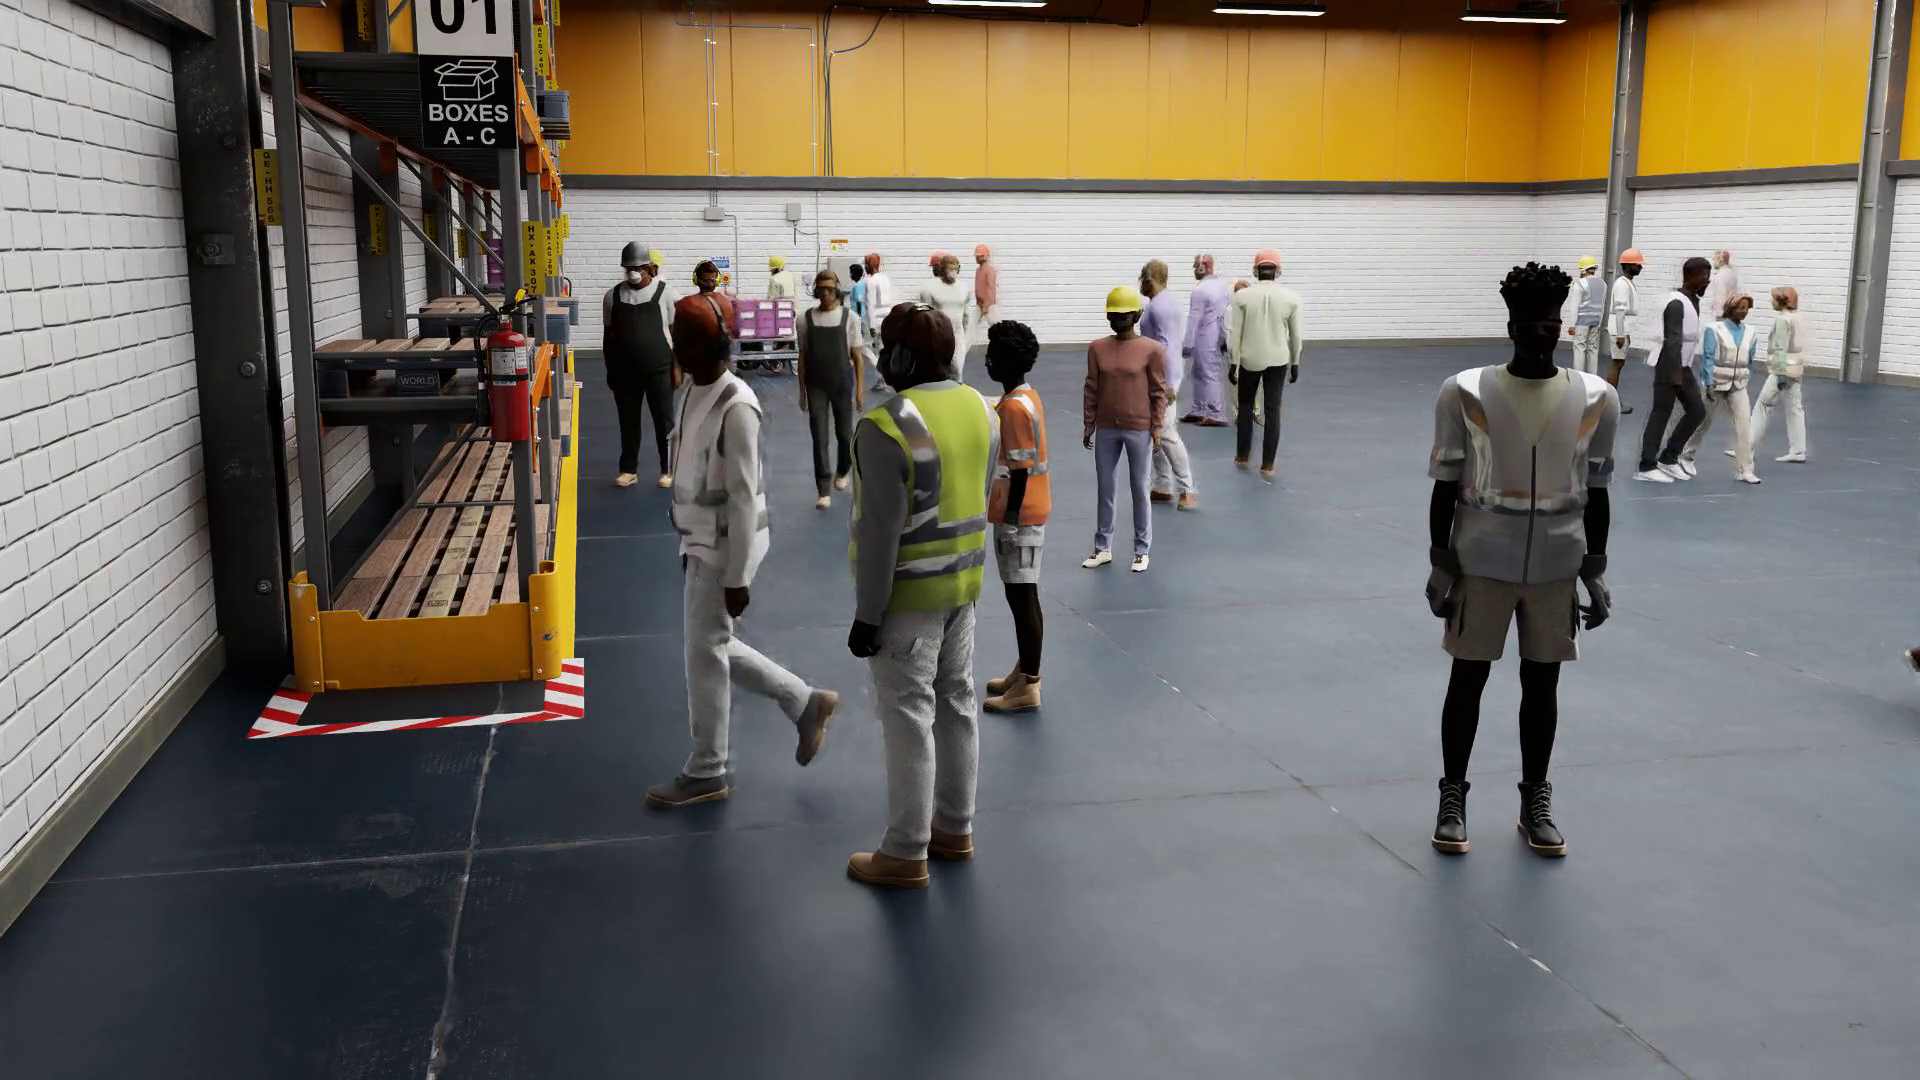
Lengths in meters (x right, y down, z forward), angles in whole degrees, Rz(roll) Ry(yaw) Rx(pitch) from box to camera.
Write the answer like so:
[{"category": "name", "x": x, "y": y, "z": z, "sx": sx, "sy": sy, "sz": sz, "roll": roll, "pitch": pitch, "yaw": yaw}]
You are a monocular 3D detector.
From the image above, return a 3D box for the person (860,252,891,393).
[{"category": "person", "x": -1.117, "y": -2.890, "z": 22.187, "sx": 0.410, "sy": 1.868, "sz": 0.570, "roll": 6, "pitch": 12, "yaw": 30}]

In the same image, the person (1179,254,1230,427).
[{"category": "person", "x": 2.607, "y": -2.185, "z": 18.241, "sx": 0.764, "sy": 1.877, "sz": 0.682, "roll": 7, "pitch": 12, "yaw": 33}]

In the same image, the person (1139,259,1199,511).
[{"category": "person", "x": 1.613, "y": -1.191, "z": 12.736, "sx": 0.501, "sy": 1.897, "sz": 0.774, "roll": 0, "pitch": 10, "yaw": 2}]

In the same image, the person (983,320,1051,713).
[{"category": "person", "x": 0.236, "y": -0.100, "z": 7.214, "sx": 0.317, "sy": 1.695, "sz": 0.540, "roll": 1, "pitch": 10, "yaw": 6}]

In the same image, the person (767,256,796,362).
[{"category": "person", "x": -2.942, "y": -3.796, "z": 27.492, "sx": 0.411, "sy": 1.774, "sz": 0.659, "roll": 7, "pitch": 13, "yaw": 36}]

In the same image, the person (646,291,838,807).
[{"category": "person", "x": -0.791, "y": 0.040, "z": 5.982, "sx": 0.665, "sy": 1.864, "sz": 0.612, "roll": -4, "pitch": 11, "yaw": -23}]

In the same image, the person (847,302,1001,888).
[{"category": "person", "x": -0.142, "y": 0.175, "z": 5.283, "sx": 0.429, "sy": 1.847, "sz": 0.627, "roll": 7, "pitch": 12, "yaw": 33}]

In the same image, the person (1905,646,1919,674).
[{"category": "person", "x": 4.335, "y": -0.025, "z": 6.983, "sx": 0.464, "sy": 1.620, "sz": 0.524, "roll": 9, "pitch": 13, "yaw": 40}]

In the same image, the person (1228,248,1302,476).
[{"category": "person", "x": 2.673, "y": -1.576, "z": 14.657, "sx": 0.660, "sy": 1.954, "sz": 0.895, "roll": 1, "pitch": 10, "yaw": 3}]

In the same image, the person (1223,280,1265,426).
[{"category": "person", "x": 3.094, "y": -2.013, "z": 18.072, "sx": 0.521, "sy": 1.609, "sz": 0.435, "roll": -3, "pitch": 11, "yaw": -17}]

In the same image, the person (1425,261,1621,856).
[{"category": "person", "x": 1.848, "y": 0.072, "z": 5.508, "sx": 0.603, "sy": 1.967, "sz": 0.367, "roll": 1, "pitch": 10, "yaw": 7}]

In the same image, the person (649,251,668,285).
[{"category": "person", "x": -4.564, "y": -3.269, "z": 24.242, "sx": 0.618, "sy": 1.879, "sz": 0.725, "roll": -6, "pitch": 12, "yaw": -31}]

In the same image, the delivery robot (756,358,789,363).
[{"category": "delivery robot", "x": -2.956, "y": -3.040, "z": 26.409, "sx": 0.707, "sy": 0.478, "sz": 0.477, "roll": -9, "pitch": 13, "yaw": -40}]

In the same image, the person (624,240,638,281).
[{"category": "person", "x": -5.319, "y": -3.946, "z": 27.601, "sx": 0.665, "sy": 2.030, "sz": 0.486, "roll": 4, "pitch": 11, "yaw": 22}]

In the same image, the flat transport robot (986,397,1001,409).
[{"category": "flat transport robot", "x": 0.397, "y": -1.478, "z": 18.798, "sx": 0.652, "sy": 0.197, "sz": 1.431, "roll": -2, "pitch": 10, "yaw": -10}]

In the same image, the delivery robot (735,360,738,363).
[{"category": "delivery robot", "x": -3.635, "y": -2.988, "z": 26.120, "sx": 0.707, "sy": 0.478, "sz": 0.477, "roll": -4, "pitch": 11, "yaw": -20}]

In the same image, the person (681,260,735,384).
[{"category": "person", "x": -2.175, "y": -1.473, "z": 14.362, "sx": 0.518, "sy": 1.865, "sz": 0.328, "roll": -6, "pitch": 12, "yaw": -31}]

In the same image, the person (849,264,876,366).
[{"category": "person", "x": -1.541, "y": -3.633, "z": 26.871, "sx": 0.766, "sy": 1.664, "sz": 0.541, "roll": 2, "pitch": 10, "yaw": 11}]

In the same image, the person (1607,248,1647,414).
[{"category": "person", "x": 7.851, "y": -2.463, "z": 19.636, "sx": 0.377, "sy": 1.938, "sz": 0.547, "roll": 5, "pitch": 12, "yaw": 27}]

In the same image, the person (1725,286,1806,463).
[{"category": "person", "x": 7.470, "y": -1.520, "z": 15.296, "sx": 0.756, "sy": 1.604, "sz": 0.542, "roll": 9, "pitch": 14, "yaw": 41}]

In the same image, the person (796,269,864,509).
[{"category": "person", "x": -1.000, "y": -1.181, "z": 12.862, "sx": 0.514, "sy": 1.825, "sz": 0.725, "roll": 0, "pitch": 10, "yaw": 0}]

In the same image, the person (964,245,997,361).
[{"category": "person", "x": 0.323, "y": -3.964, "z": 27.931, "sx": 1.022, "sy": 1.938, "sz": 0.647, "roll": -5, "pitch": 11, "yaw": -27}]

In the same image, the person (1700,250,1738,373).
[{"category": "person", "x": 11.603, "y": -3.432, "z": 25.143, "sx": 0.585, "sy": 1.893, "sz": 0.654, "roll": 7, "pitch": 12, "yaw": 33}]

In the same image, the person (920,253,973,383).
[{"category": "person", "x": -0.203, "y": -2.307, "z": 18.926, "sx": 0.642, "sy": 1.904, "sz": 0.891, "roll": -3, "pitch": 11, "yaw": -17}]

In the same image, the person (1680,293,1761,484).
[{"category": "person", "x": 6.516, "y": -1.308, "z": 14.207, "sx": 0.524, "sy": 1.597, "sz": 0.861, "roll": -1, "pitch": 10, "yaw": -7}]

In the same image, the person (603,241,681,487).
[{"category": "person", "x": -2.628, "y": -1.443, "z": 13.701, "sx": 0.683, "sy": 2.000, "sz": 0.535, "roll": 1, "pitch": 10, "yaw": 5}]

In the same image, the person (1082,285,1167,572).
[{"category": "person", "x": 0.999, "y": -0.680, "z": 10.241, "sx": 0.533, "sy": 1.765, "sz": 0.326, "roll": 5, "pitch": 11, "yaw": 26}]

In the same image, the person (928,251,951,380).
[{"category": "person", "x": -0.160, "y": -2.535, "z": 20.125, "sx": 0.558, "sy": 1.917, "sz": 0.842, "roll": -9, "pitch": 14, "yaw": -41}]

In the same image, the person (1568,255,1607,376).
[{"category": "person", "x": 8.694, "y": -3.032, "z": 23.124, "sx": 0.586, "sy": 1.824, "sz": 0.404, "roll": -6, "pitch": 12, "yaw": -28}]

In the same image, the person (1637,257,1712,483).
[{"category": "person", "x": 6.022, "y": -1.422, "z": 13.983, "sx": 0.523, "sy": 1.893, "sz": 0.633, "roll": 9, "pitch": 13, "yaw": 40}]
